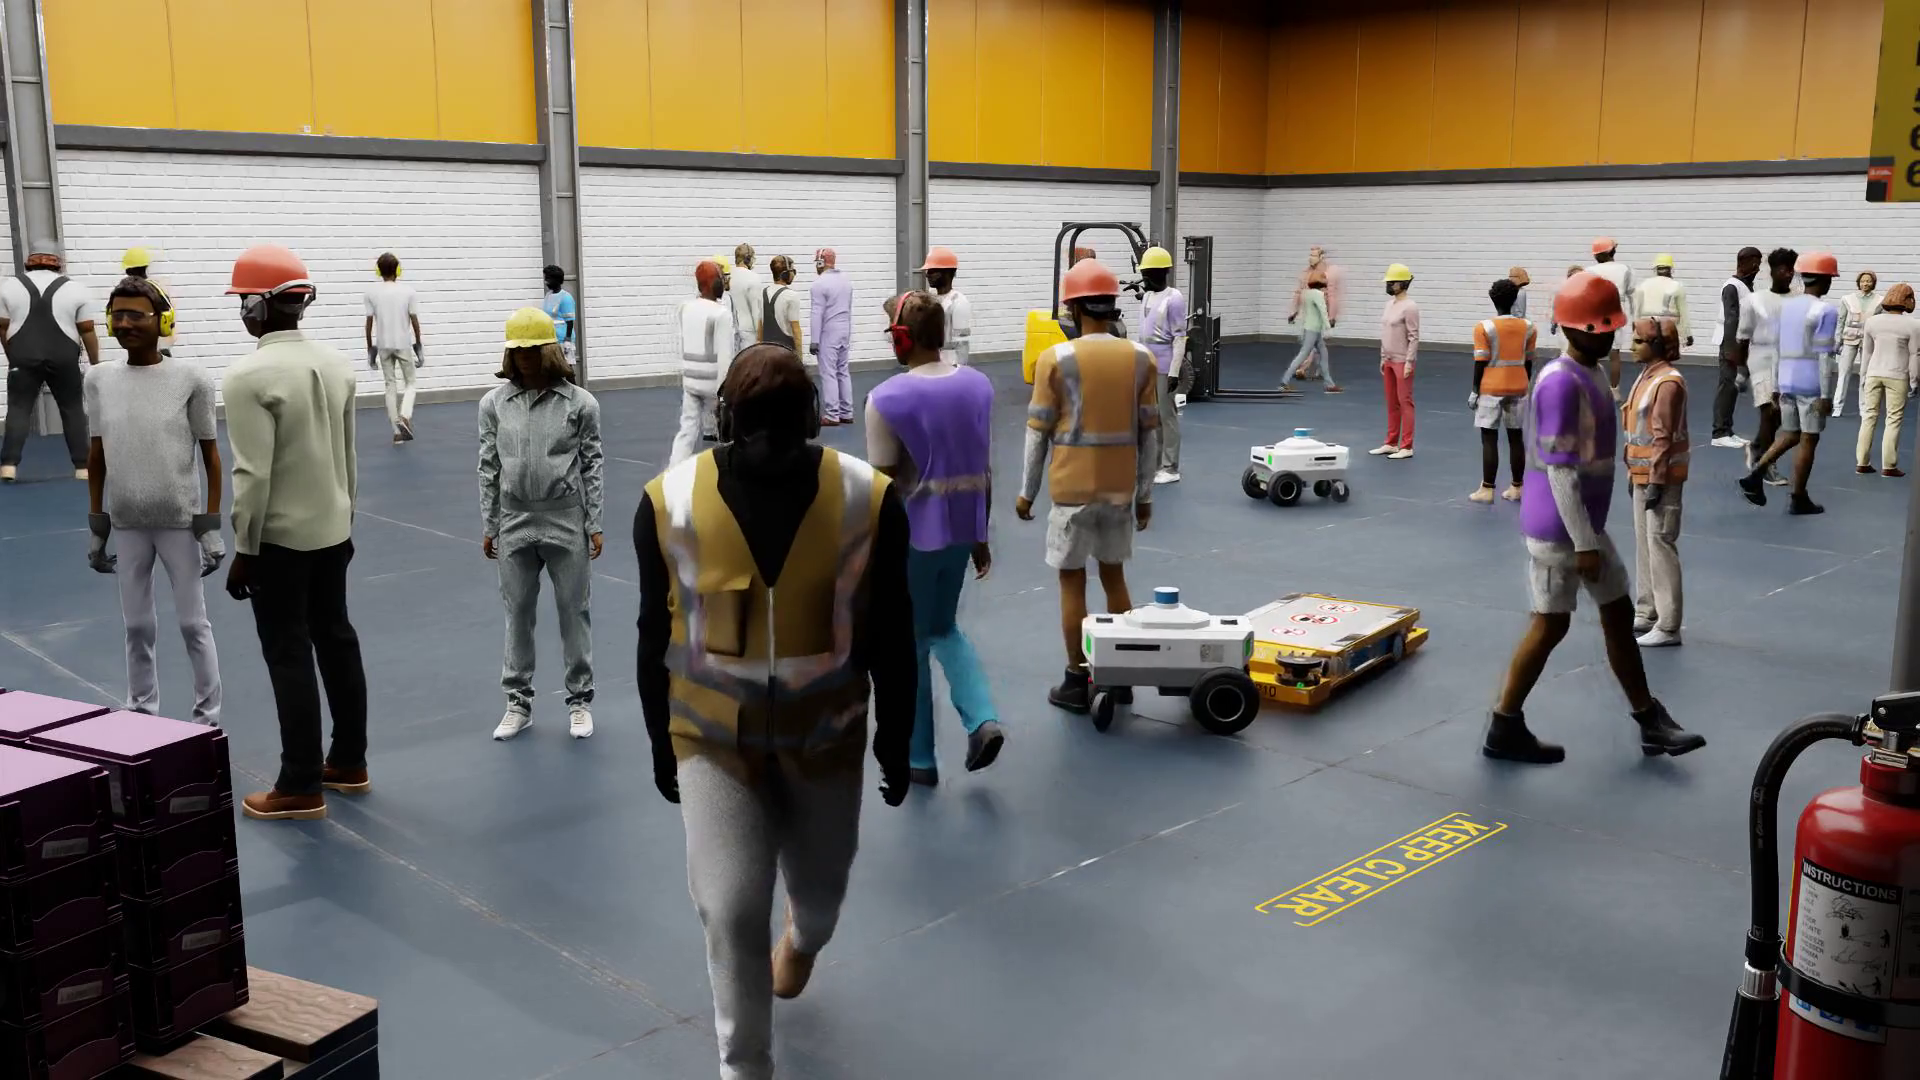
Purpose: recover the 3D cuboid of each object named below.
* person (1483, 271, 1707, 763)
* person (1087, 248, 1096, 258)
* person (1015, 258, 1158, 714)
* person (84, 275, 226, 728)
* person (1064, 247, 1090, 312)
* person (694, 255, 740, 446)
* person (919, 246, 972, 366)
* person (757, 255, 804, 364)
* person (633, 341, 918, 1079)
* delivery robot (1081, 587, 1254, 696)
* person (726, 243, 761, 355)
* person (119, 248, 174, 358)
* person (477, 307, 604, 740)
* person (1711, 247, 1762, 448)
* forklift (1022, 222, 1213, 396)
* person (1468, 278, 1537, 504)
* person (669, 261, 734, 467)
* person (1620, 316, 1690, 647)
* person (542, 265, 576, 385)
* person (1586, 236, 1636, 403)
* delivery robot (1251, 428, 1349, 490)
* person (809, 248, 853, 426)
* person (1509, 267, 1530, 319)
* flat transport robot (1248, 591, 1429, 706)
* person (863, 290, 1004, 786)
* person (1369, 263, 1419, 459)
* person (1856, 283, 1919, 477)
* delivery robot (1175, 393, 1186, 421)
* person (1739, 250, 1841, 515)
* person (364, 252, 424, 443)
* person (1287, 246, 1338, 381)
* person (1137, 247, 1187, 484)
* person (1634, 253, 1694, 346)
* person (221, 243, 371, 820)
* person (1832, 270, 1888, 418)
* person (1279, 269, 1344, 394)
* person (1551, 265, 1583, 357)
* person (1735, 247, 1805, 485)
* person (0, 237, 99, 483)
[{"bbox_3d":[2.414,-0.050,6.240,0.747,1.887,0.584,8,13,37],"label":"person"},{"bbox_3d":[1.805,-3.178,23.424,0.429,1.839,0.633,-3,11,-15],"label":"person"},{"bbox_3d":[0.549,-0.220,7.059,0.560,1.923,0.400,-4,11,-21],"label":"person"},{"bbox_3d":[-3.045,-0.051,6.288,0.513,1.872,0.328,-1,10,-3],"label":"person"},{"bbox_3d":[1.624,-3.040,22.648,0.417,1.854,0.574,0,10,-2],"label":"person"},{"bbox_3d":[-2.320,-1.820,16.037,0.404,1.830,0.600,-8,13,-36],"label":"person"},{"bbox_3d":[-0.133,-1.282,12.814,0.364,1.939,0.542,-5,12,-27],"label":"person"},{"bbox_3d":[-1.622,-1.672,15.193,0.520,1.844,0.330,9,13,39],"label":"person"},{"bbox_3d":[-0.425,0.429,3.871,0.635,1.809,0.841,-1,10,-7],"label":"person"},{"bbox_3d":[0.859,0.439,6.947,0.707,0.478,0.477,1,10,4],"label":"delivery robot"},{"bbox_3d":[-2.347,-2.247,18.093,0.627,1.934,0.372,9,14,40],"label":"person"},{"bbox_3d":[-8.267,-2.019,16.993,0.637,1.887,0.658,-6,12,-31],"label":"person"},{"bbox_3d":[-1.673,-0.055,6.657,0.492,1.742,0.324,-1,10,-3],"label":"person"},{"bbox_3d":[7.459,-1.855,16.007,0.392,1.914,0.587,8,13,36],"label":"person"},{"bbox_3d":[1.935,-2.847,20.651,2.313,2.155,1.214,2,11,13],"label":"forklift"},{"bbox_3d":[4.086,-1.116,12.561,0.537,1.697,0.320,-3,11,-15],"label":"person"},{"bbox_3d":[-1.836,-1.120,12.240,0.584,1.835,0.991,8,13,37],"label":"person"},{"bbox_3d":[3.447,-0.293,8.277,0.319,1.631,0.511,1,10,6],"label":"person"},{"bbox_3d":[-4.502,-2.232,18.663,0.321,1.692,0.529,-10,14,-42],"label":"person"},{"bbox_3d":[7.858,-2.654,20.114,0.772,2.023,0.487,0,10,-2],"label":"person"},{"bbox_3d":[2.587,-0.606,12.648,0.707,0.478,0.477,-3,11,-17],"label":"delivery robot"},{"bbox_3d":[-1.392,-2.167,17.789,0.415,1.894,0.659,6,12,28],"label":"person"},{"bbox_3d":[6.814,-2.526,20.430,0.280,1.634,0.498,3,11,15],"label":"person"},{"bbox_3d":[1.626,0.477,7.771,0.652,0.197,1.431,7,13,35],"label":"flat transport robot"},{"bbox_3d":[-0.103,0.016,6.028,0.589,1.825,0.451,-9,14,-41],"label":"person"},{"bbox_3d":[3.969,-1.620,15.130,0.331,1.768,0.526,-2,11,-13],"label":"person"},{"bbox_3d":[7.824,-1.342,14.002,0.281,1.624,0.493,-7,12,-33],"label":"person"},{"bbox_3d":[1.925,-1.386,16.899,0.707,0.478,0.477,5,12,25],"label":"delivery robot"},{"bbox_3d":[6.045,-1.119,11.997,0.537,1.922,0.546,-2,11,-13],"label":"person"},{"bbox_3d":[-5.491,-1.858,16.163,0.544,1.860,0.411,-2,11,-9],"label":"person"},{"bbox_3d":[4.855,-3.144,23.183,0.950,1.867,0.646,-6,12,-29],"label":"person"},{"bbox_3d":[1.617,-1.420,13.600,0.388,1.926,0.590,-4,11,-21],"label":"person"},{"bbox_3d":[8.252,-2.440,19.475,0.513,1.814,0.653,-7,12,-33],"label":"person"},{"bbox_3d":[-2.330,-0.024,5.800,0.384,1.993,0.623,3,11,15],"label":"person"},{"bbox_3d":[9.978,-2.163,18.431,0.515,1.642,0.314,5,12,26],"label":"person"},{"bbox_3d":[4.504,-2.666,21.305,0.855,1.591,0.569,0,10,1],"label":"person"},{"bbox_3d":[8.246,-2.873,22.346,0.534,1.618,0.559,0,10,2],"label":"person"},{"bbox_3d":[6.744,-1.456,13.793,0.606,1.938,0.927,0,10,1],"label":"person"},{"bbox_3d":[-7.551,-1.489,13.666,0.873,2.000,0.641,-5,11,-24],"label":"person"}]
